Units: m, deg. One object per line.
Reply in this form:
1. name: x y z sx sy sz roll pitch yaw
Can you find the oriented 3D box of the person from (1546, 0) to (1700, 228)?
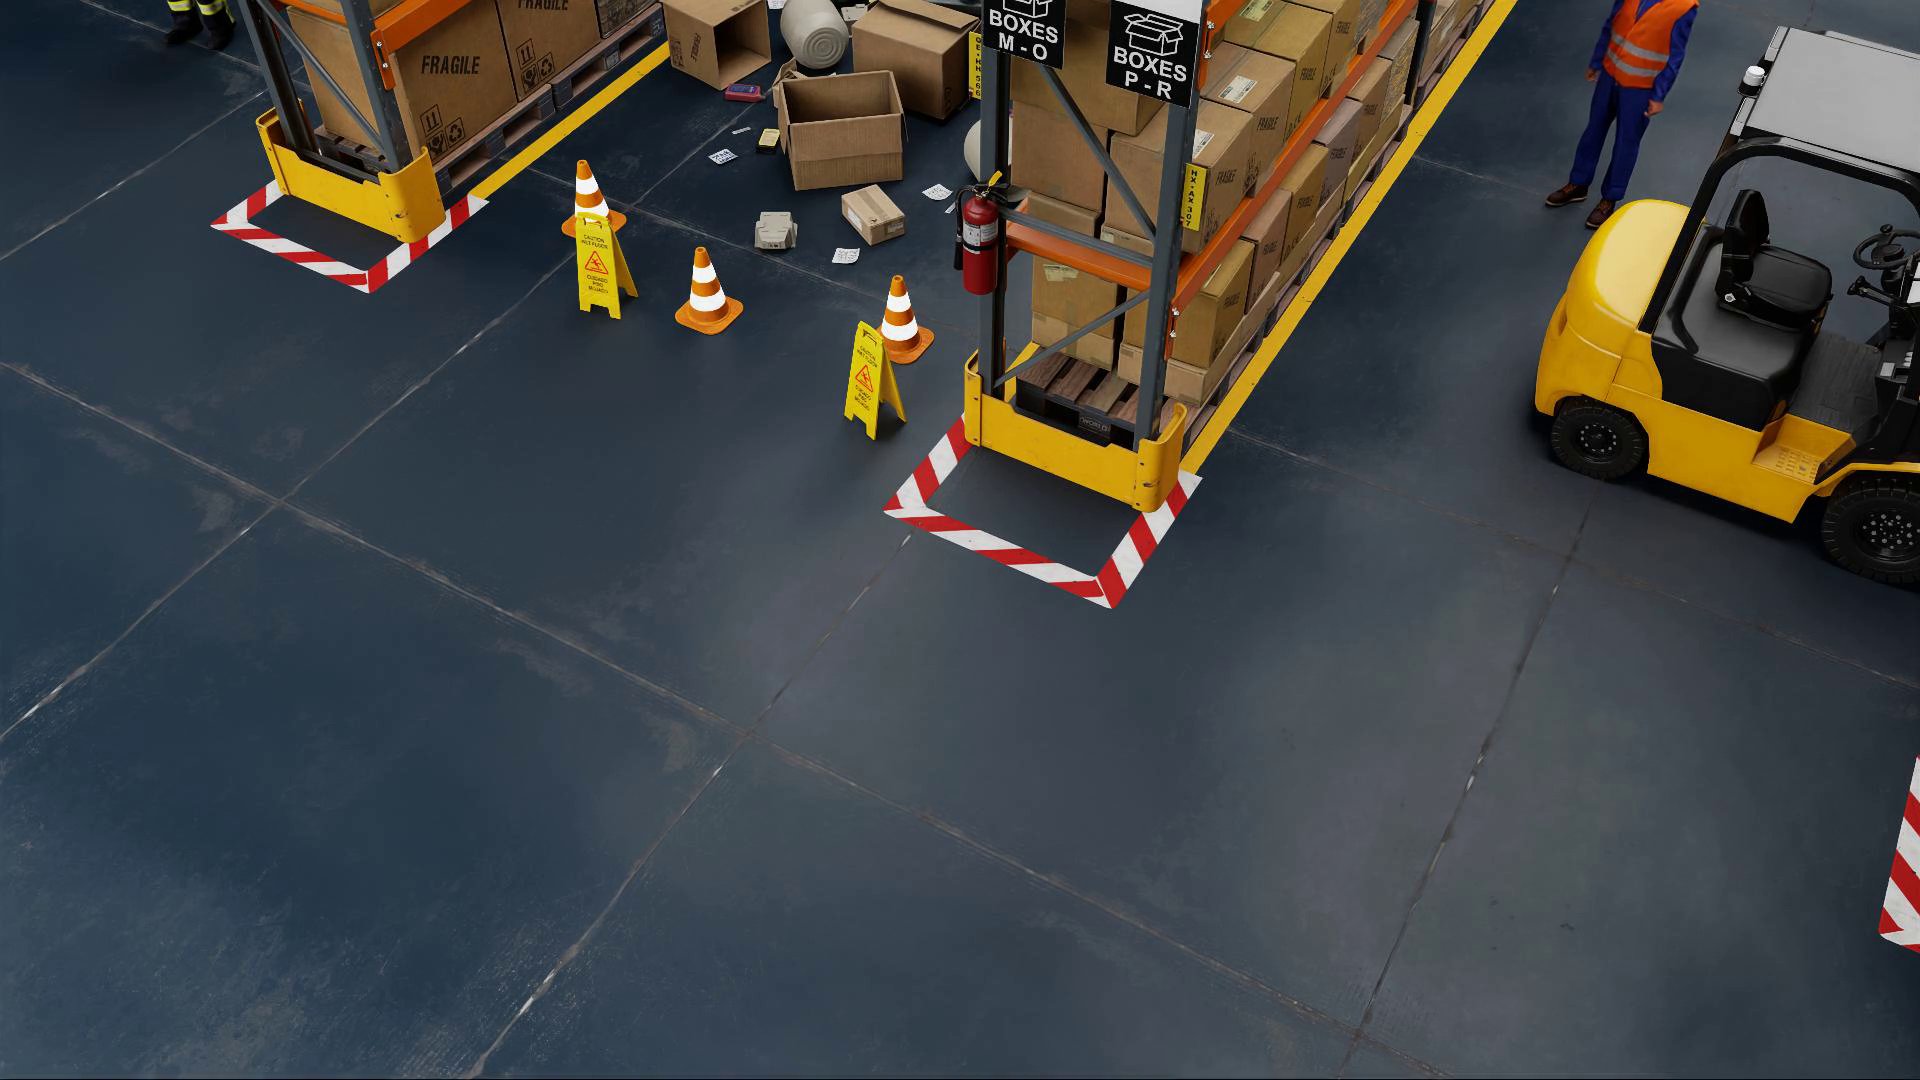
1. person: 3.961 -2.728 9.823 0.740 1.864 0.770 -31 54 -25
